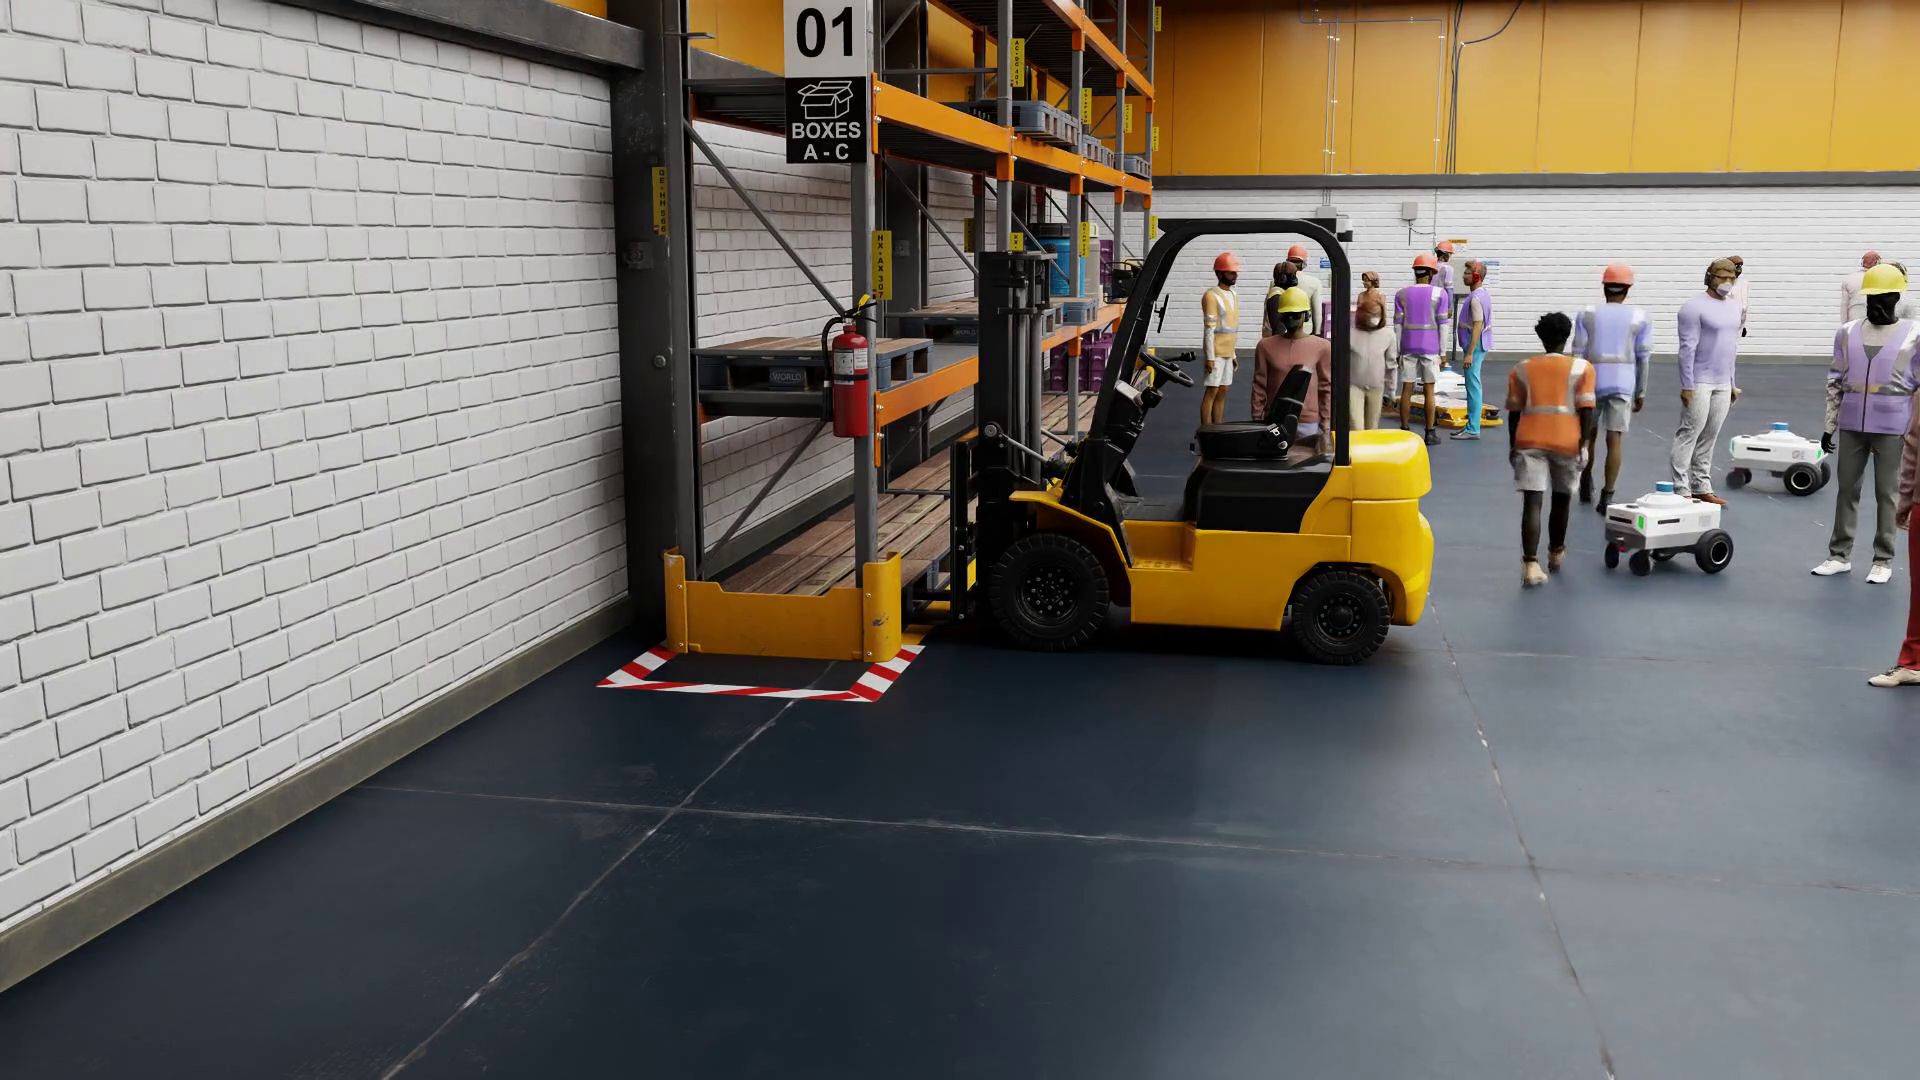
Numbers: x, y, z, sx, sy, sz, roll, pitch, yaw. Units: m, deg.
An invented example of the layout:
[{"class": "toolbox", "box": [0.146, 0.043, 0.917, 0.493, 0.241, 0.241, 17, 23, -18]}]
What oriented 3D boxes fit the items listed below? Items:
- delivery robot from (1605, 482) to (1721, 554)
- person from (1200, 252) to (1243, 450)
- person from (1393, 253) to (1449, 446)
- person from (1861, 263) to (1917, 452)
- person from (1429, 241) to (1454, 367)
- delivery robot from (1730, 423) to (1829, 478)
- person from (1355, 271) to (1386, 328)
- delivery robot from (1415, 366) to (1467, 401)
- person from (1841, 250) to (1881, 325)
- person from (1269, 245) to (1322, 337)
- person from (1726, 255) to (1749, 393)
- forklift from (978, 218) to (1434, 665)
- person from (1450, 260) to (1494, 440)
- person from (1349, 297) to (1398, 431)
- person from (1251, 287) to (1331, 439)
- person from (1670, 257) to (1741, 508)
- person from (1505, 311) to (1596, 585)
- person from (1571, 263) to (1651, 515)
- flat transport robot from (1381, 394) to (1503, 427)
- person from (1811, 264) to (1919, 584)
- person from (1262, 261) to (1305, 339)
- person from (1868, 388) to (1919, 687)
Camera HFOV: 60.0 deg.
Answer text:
[{"class": "delivery robot", "box": [4.404, -0.121, 10.429, 0.707, 0.478, 0.477, -4, 11, -23]}, {"class": "person", "box": [2.574, -1.835, 16.288, 0.376, 1.939, 0.547, 8, 13, 37]}, {"class": "person", "box": [4.638, -1.913, 16.747, 0.542, 1.927, 0.381, 6, 12, 29]}, {"class": "person", "box": [9.094, -1.769, 16.232, 0.916, 1.834, 0.514, -6, 12, -28]}, {"class": "person", "box": [7.699, -3.776, 26.694, 0.406, 2.029, 0.613, -6, 12, -28]}, {"class": "delivery robot", "box": [6.746, -0.723, 13.710, 0.707, 0.478, 0.477, 8, 14, 35]}, {"class": "person", "box": [5.424, -2.736, 22.045, 0.309, 1.639, 0.522, -5, 12, -27]}, {"class": "delivery robot", "box": [5.785, -1.833, 19.813, 0.707, 0.478, 0.477, -4, 11, -23]}, {"class": "person", "box": [12.017, -2.869, 22.045, 0.640, 1.909, 0.409, 10, 14, 44]}, {"class": "person", "box": [3.873, -2.408, 19.271, 0.625, 1.992, 0.388, 2, 11, 13]}, {"class": "person", "box": [10.271, -2.867, 22.212, 0.623, 1.844, 0.429, -5, 11, -24]}, {"class": "forklift", "box": [1.285, -0.567, 8.635, 2.313, 2.155, 1.214, 2, 11, 11]}, {"class": "person", "box": [5.310, -1.954, 17.183, 0.389, 1.850, 0.566, 3, 11, 18]}, {"class": "person", "box": [3.420, -1.271, 14.135, 0.538, 1.601, 0.740, 0, 10, -2]}, {"class": "person", "box": [2.178, -0.774, 10.946, 0.533, 1.767, 0.326, 3, 11, 17]}, {"class": "person", "box": [5.739, -1.190, 12.764, 0.627, 1.936, 0.373, -6, 12, -29]}, {"class": "person", "box": [3.595, -0.570, 10.170, 0.543, 1.623, 0.920, 5, 12, 27]}, {"class": "person", "box": [4.985, -1.173, 12.808, 0.565, 1.883, 0.981, 4, 11, 20]}, {"class": "flat transport robot", "box": [5.428, -1.482, 18.854, 0.652, 0.197, 1.431, -5, 13, -20]}, {"class": "person", "box": [5.539, -0.701, 10.098, 0.370, 1.925, 0.594, -8, 13, -38]}, {"class": "person", "box": [3.264, -1.882, 16.813, 0.429, 1.844, 0.627, 2, 11, 13]}, {"class": "person", "box": [4.452, -0.145, 7.493, 0.326, 1.769, 0.524, -3, 11, -17]}]
